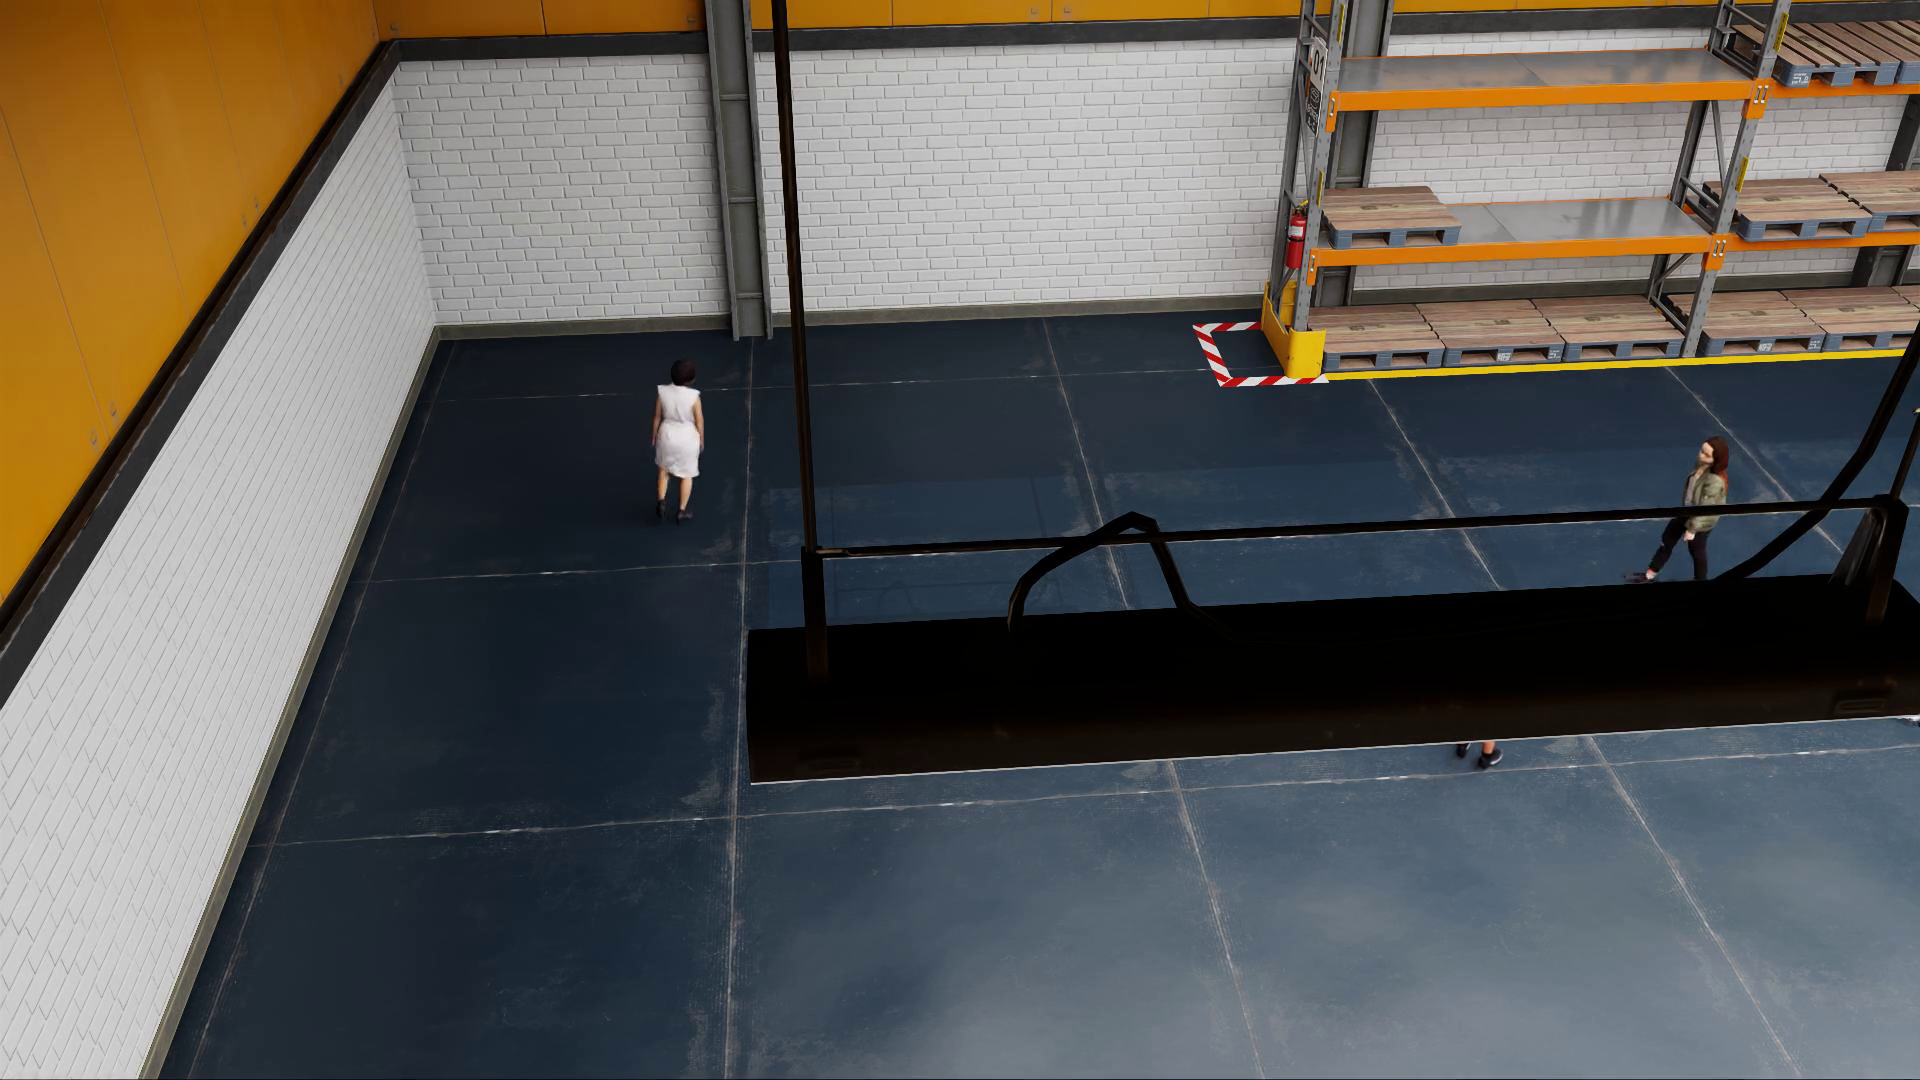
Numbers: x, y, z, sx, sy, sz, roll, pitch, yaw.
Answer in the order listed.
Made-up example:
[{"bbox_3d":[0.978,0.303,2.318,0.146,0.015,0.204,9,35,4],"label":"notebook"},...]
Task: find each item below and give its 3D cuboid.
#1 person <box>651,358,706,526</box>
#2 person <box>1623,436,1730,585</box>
[{"bbox_3d":[-2.317,-0.798,13.660,0.621,1.523,0.761,-2,34,-3],"label":"person"},{"bbox_3d":[5.727,-0.160,12.766,0.857,1.450,0.654,2,34,2],"label":"person"}]
